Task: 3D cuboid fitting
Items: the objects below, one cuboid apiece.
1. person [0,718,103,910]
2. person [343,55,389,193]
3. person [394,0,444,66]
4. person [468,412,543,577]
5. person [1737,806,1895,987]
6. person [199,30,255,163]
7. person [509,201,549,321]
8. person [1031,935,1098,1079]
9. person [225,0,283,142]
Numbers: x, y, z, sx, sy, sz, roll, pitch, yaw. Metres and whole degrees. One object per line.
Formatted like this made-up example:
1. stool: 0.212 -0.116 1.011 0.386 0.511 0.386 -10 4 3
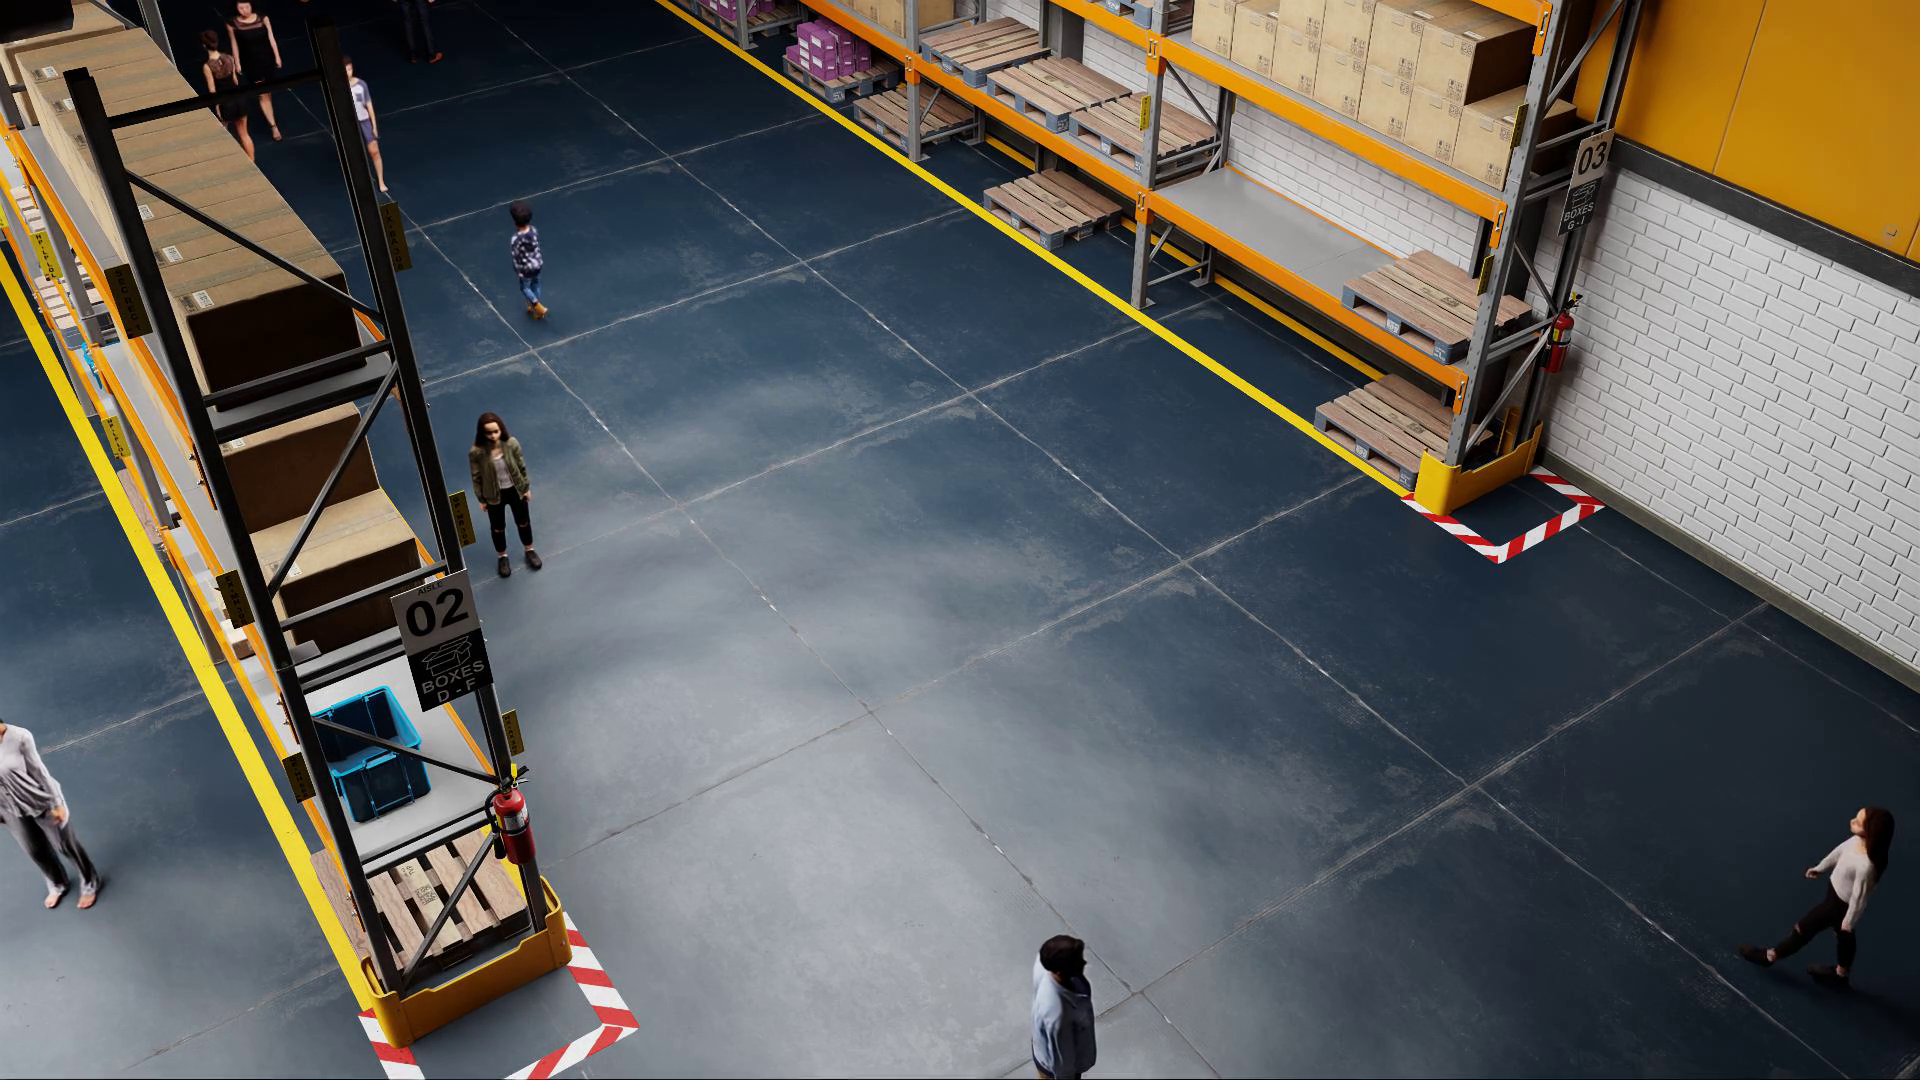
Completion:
1. person: -5.726 1.597 10.234 0.665 1.771 0.676 -4 39 -5
2. person: -6.553 -4.528 18.071 0.626 1.561 0.609 -11 40 -14
3. person: -6.865 -6.849 20.788 0.764 1.797 0.781 0 39 0
4. person: -3.552 -0.375 12.941 0.608 1.474 0.544 -16 41 -19
5. person: 5.297 2.134 9.814 0.961 1.455 0.797 18 42 21
6. person: -7.990 -4.780 18.301 0.714 1.667 0.678 24 44 27
7. person: -4.125 -2.663 15.991 0.668 1.243 0.577 27 46 29
8. person: 0.517 2.707 8.810 0.819 1.812 0.695 -3 39 -3
9. person: -8.125 -5.520 19.227 0.651 1.668 1.066 -23 44 -26
